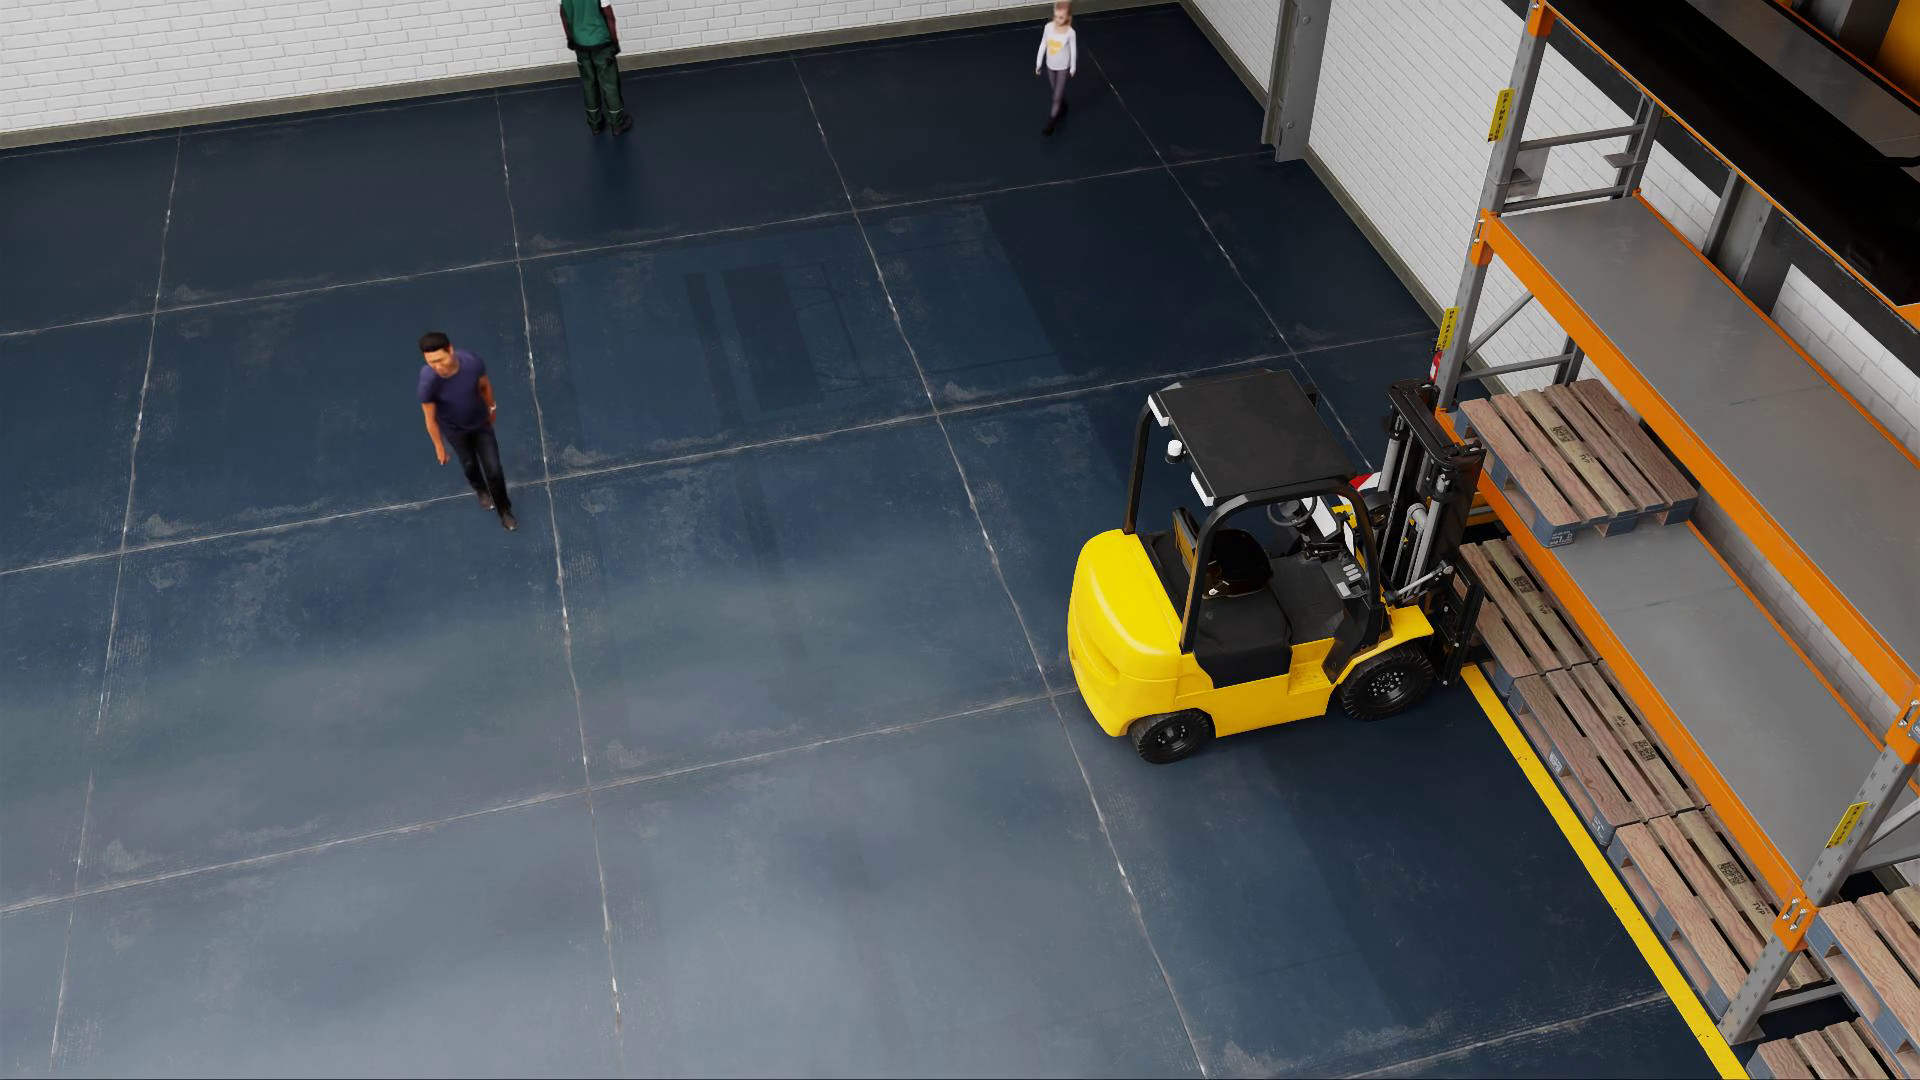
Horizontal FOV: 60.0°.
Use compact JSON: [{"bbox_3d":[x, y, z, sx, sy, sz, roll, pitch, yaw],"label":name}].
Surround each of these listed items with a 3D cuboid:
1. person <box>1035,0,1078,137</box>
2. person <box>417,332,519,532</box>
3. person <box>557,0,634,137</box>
[{"bbox_3d":[0.954,-4.522,15.784,0.870,1.247,0.911,23,48,23],"label":"person"},{"bbox_3d":[-3.438,-0.849,11.573,0.769,1.737,0.909,-26,50,-25],"label":"person"},{"bbox_3d":[-3.419,-4.641,15.480,0.781,1.839,0.775,9,44,9],"label":"person"}]
